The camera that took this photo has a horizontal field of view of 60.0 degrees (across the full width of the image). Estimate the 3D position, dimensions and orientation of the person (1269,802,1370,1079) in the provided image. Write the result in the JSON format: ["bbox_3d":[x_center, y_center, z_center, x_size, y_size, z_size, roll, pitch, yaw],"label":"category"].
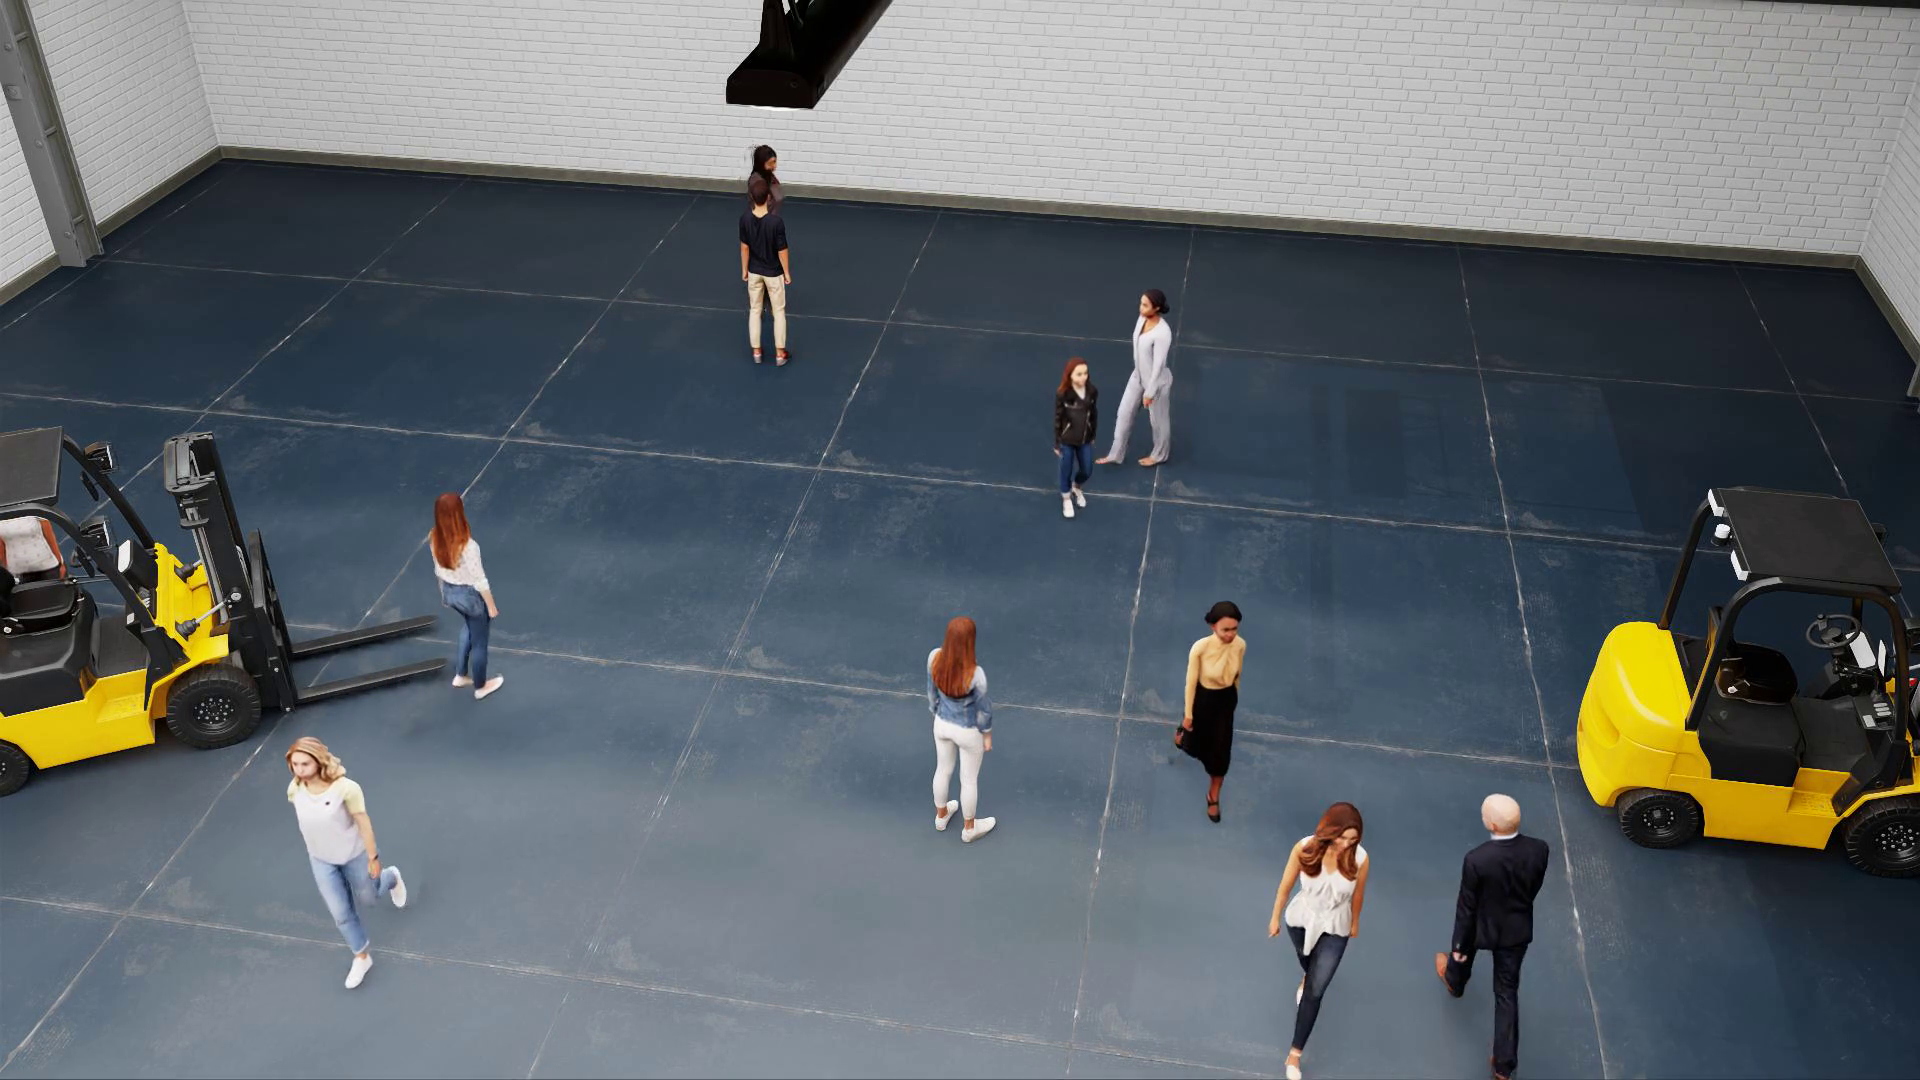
[{"bbox_3d":[2.001,2.070,9.272,0.740,1.729,1.163,11,35,16],"label":"person"}]

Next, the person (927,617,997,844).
[{"bbox_3d":[-0.012,1.204,10.601,0.688,1.702,0.659,20,39,28],"label":"person"}]

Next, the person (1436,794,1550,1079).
[{"bbox_3d":[2.952,2.178,9.080,0.846,1.762,1.282,1,34,1],"label":"person"}]

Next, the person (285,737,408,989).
[{"bbox_3d":[-3.569,1.784,9.724,0.658,1.706,0.982,4,34,7],"label":"person"}]

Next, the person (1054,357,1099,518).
[{"bbox_3d":[0.930,-0.895,13.965,0.653,1.473,0.681,-10,35,-15],"label":"person"}]

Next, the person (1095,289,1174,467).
[{"bbox_3d":[1.737,-1.410,14.524,1.017,1.712,0.993,-15,37,-22],"label":"person"}]

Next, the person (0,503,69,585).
[{"bbox_3d":[-6.801,0.153,12.231,0.626,1.647,0.623,-6,34,-9],"label":"person"}]

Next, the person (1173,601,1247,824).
[{"bbox_3d":[1.605,1.060,10.880,0.809,1.631,1.019,-8,34,-12],"label":"person"}]

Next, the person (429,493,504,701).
[{"bbox_3d":[-3.551,0.440,11.733,0.702,1.720,0.750,19,38,26],"label":"person"}]

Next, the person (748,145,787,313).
[{"bbox_3d":[-2.032,-3.171,17.071,0.836,1.825,0.617,-5,34,-7],"label":"person"}]

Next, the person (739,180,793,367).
[{"bbox_3d":[-1.888,-2.597,16.183,0.637,1.852,0.553,7,34,11],"label":"person"}]
